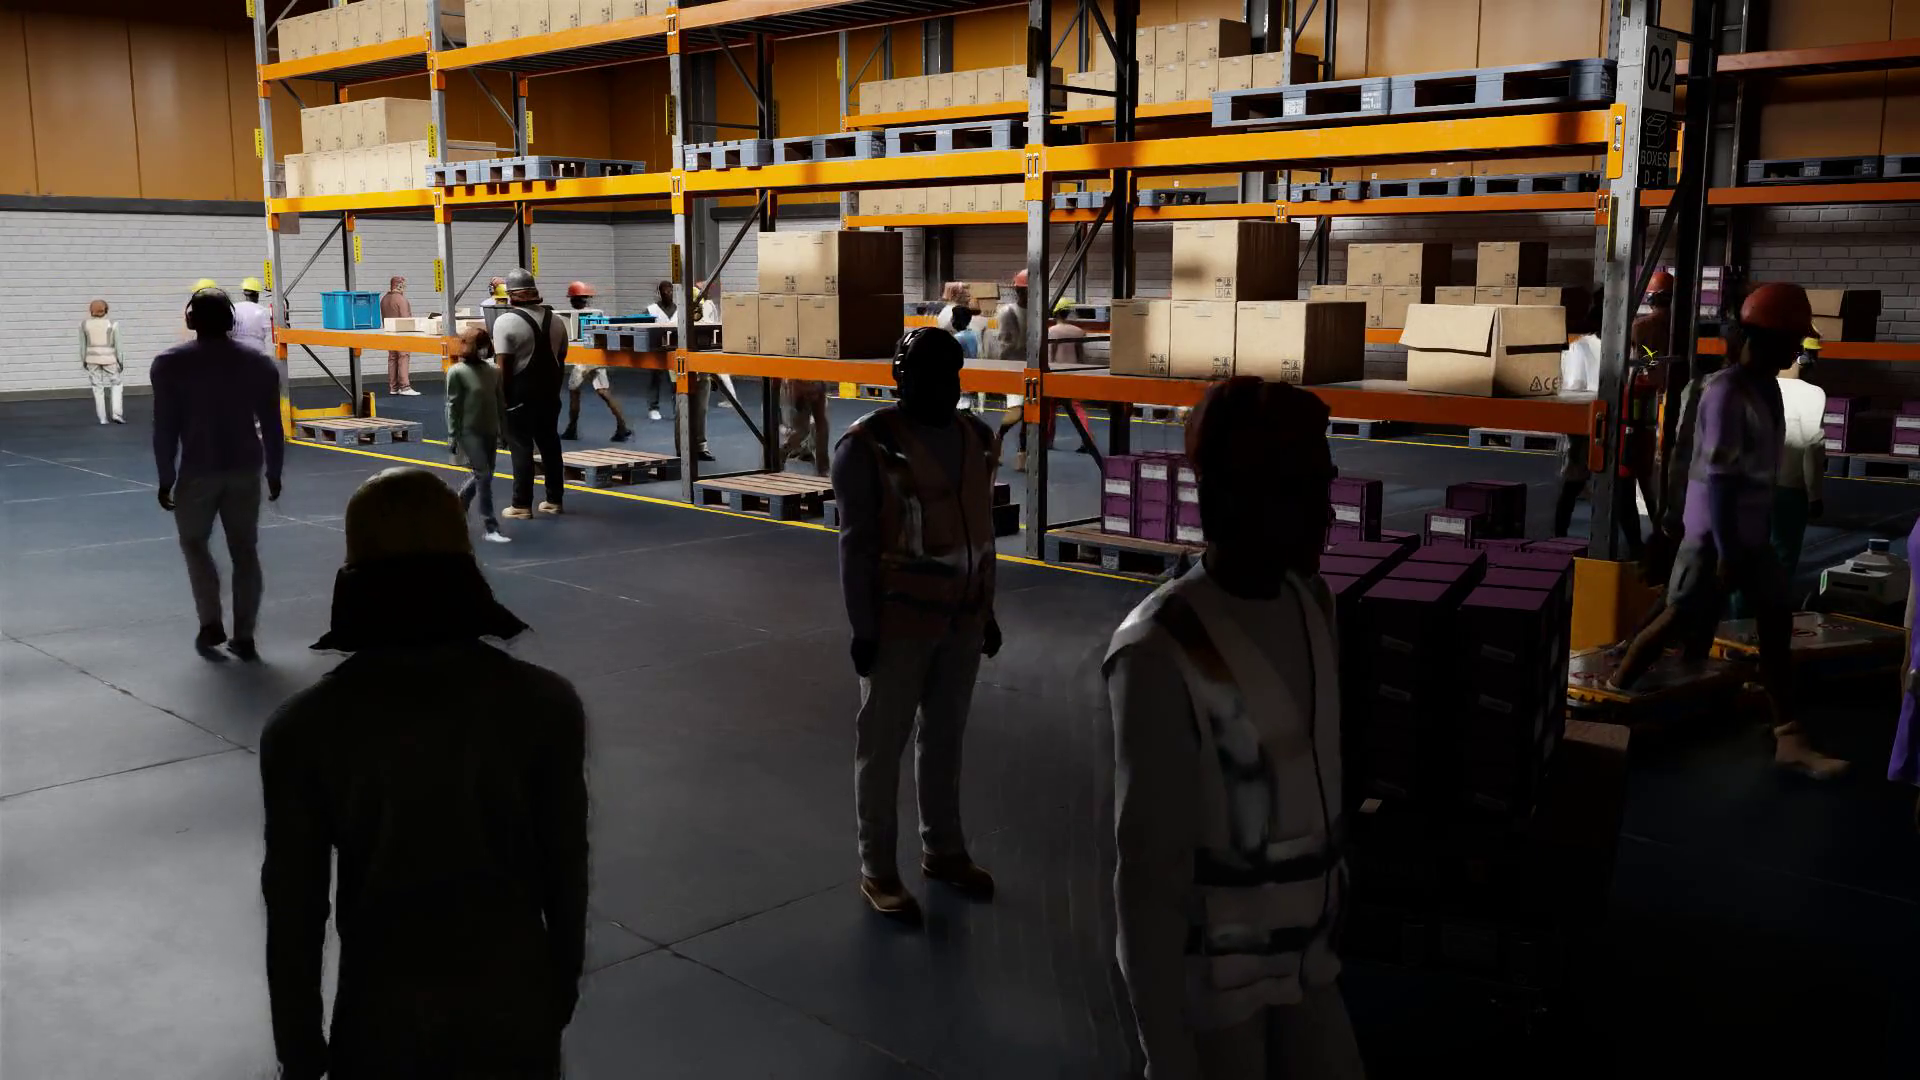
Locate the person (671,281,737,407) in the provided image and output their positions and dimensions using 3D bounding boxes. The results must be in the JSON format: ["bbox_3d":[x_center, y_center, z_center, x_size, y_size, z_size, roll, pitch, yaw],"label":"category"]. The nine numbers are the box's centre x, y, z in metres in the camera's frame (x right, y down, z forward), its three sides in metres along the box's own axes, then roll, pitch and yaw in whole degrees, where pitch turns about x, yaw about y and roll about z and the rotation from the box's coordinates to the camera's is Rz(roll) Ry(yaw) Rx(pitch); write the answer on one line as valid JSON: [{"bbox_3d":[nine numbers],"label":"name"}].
[{"bbox_3d":[-3.722,-2.848,24.297,0.995,1.831,0.583,-2,9,-11],"label":"person"}]

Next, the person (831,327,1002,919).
[{"bbox_3d":[-0.104,0.250,5.289,0.624,1.845,0.430,-8,12,-40],"label":"person"}]

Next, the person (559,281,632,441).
[{"bbox_3d":[-4.297,-2.084,19.494,0.991,1.893,0.542,5,10,27],"label":"person"}]

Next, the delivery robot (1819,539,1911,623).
[{"bbox_3d":[4.967,0.237,9.018,0.707,0.478,0.477,-8,12,-40],"label":"delivery robot"}]

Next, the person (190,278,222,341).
[{"bbox_3d":[-9.041,-2.186,20.012,0.448,1.912,0.587,-9,13,-43],"label":"person"}]

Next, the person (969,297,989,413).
[{"bbox_3d":[0.176,-2.582,23.314,0.503,1.627,0.270,-5,10,-26],"label":"person"}]

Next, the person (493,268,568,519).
[{"bbox_3d":[-3.553,-1.199,13.564,0.535,2.000,0.685,7,12,36],"label":"person"}]

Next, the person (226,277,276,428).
[{"bbox_3d":[-8.983,-2.373,21.153,0.622,1.905,0.540,1,9,5],"label":"person"}]

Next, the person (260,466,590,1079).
[{"bbox_3d":[-0.814,0.749,2.626,0.491,1.720,0.453,-3,10,-19],"label":"person"}]

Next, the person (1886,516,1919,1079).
[{"bbox_3d":[2.153,0.551,3.430,0.390,1.846,0.564,-2,9,-9],"label":"person"}]

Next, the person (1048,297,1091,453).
[{"bbox_3d":[1.193,-1.826,18.394,0.551,1.714,0.861,-4,10,-25],"label":"person"}]

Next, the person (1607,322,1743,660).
[{"bbox_3d":[3.377,-0.106,7.598,0.590,1.811,0.575,-2,9,-13],"label":"person"}]

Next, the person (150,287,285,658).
[{"bbox_3d":[-3.871,-0.349,8.704,0.663,1.920,0.568,-7,12,-36],"label":"person"}]

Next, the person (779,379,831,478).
[{"bbox_3d":[-1.470,-1.370,15.892,0.606,1.617,0.517,8,12,41],"label":"person"}]

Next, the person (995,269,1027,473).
[{"bbox_3d":[0.580,-1.659,16.431,0.626,2.024,0.571,-8,12,-42],"label":"person"}]

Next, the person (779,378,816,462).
[{"bbox_3d":[-1.650,-1.770,17.411,0.638,1.921,0.459,-5,10,-27],"label":"person"}]

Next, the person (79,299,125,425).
[{"bbox_3d":[-11.081,-2.288,21.492,0.535,1.632,0.380,-2,10,-13],"label":"person"}]

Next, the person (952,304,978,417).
[{"bbox_3d":[0.040,-1.681,17.715,0.864,1.653,0.539,3,10,18],"label":"person"}]

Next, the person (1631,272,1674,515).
[{"bbox_3d":[5.752,-1.204,13.730,0.610,1.996,0.386,-2,9,-12],"label":"person"}]

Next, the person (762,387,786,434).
[{"bbox_3d":[-2.308,-2.322,20.656,0.612,1.974,0.799,-7,11,-35],"label":"person"}]

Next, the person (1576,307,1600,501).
[{"bbox_3d":[5.514,-1.195,14.588,0.321,1.696,0.537,2,10,14],"label":"person"}]

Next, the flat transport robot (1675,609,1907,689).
[{"bbox_3d":[4.198,0.543,8.293,1.431,0.197,0.652,-4,10,-23],"label":"flat transport robot"}]

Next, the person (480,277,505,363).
[{"bbox_3d":[-6.481,-2.736,23.385,0.409,1.913,0.642,7,12,36],"label":"person"}]

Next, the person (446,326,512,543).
[{"bbox_3d":[-3.634,-0.797,12.431,0.735,1.610,0.504,6,11,33],"label":"person"}]

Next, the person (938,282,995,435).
[{"bbox_3d":[0.036,-1.933,18.598,0.937,1.861,0.656,-2,9,-10],"label":"person"}]

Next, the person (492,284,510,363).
[{"bbox_3d":[-5.522,-2.198,20.322,0.591,1.834,0.404,7,11,35],"label":"person"}]

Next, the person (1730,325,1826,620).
[{"bbox_3d":[4.367,-0.282,8.824,0.348,1.761,0.531,-2,10,-15],"label":"person"}]

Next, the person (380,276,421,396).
[{"bbox_3d":[-8.962,-3.259,26.622,0.639,1.903,0.409,7,12,36],"label":"person"}]

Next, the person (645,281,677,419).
[{"bbox_3d":[-3.925,-2.513,22.167,0.623,1.868,1.001,-6,11,-33],"label":"person"}]

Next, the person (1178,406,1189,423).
[{"bbox_3d":[2.089,-1.227,14.212,0.546,1.896,0.991,-6,11,-31],"label":"person"}]

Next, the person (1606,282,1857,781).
[{"bbox_3d":[3.124,-0.058,6.797,0.607,1.978,1.083,-8,12,-41],"label":"person"}]

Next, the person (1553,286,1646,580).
[{"bbox_3d":[4.248,-0.703,10.879,0.632,1.914,1.004,-3,10,-18],"label":"person"}]

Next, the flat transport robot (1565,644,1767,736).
[{"bbox_3d":[2.967,0.674,7.491,1.431,0.197,0.652,-7,11,-36],"label":"flat transport robot"}]

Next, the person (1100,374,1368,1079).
[{"bbox_3d":[0.452,0.679,2.575,0.418,1.865,0.602,7,12,37],"label":"person"}]

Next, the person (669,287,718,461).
[{"bbox_3d":[-2.778,-1.720,17.391,0.591,1.833,0.404,-9,13,-43],"label":"person"}]
